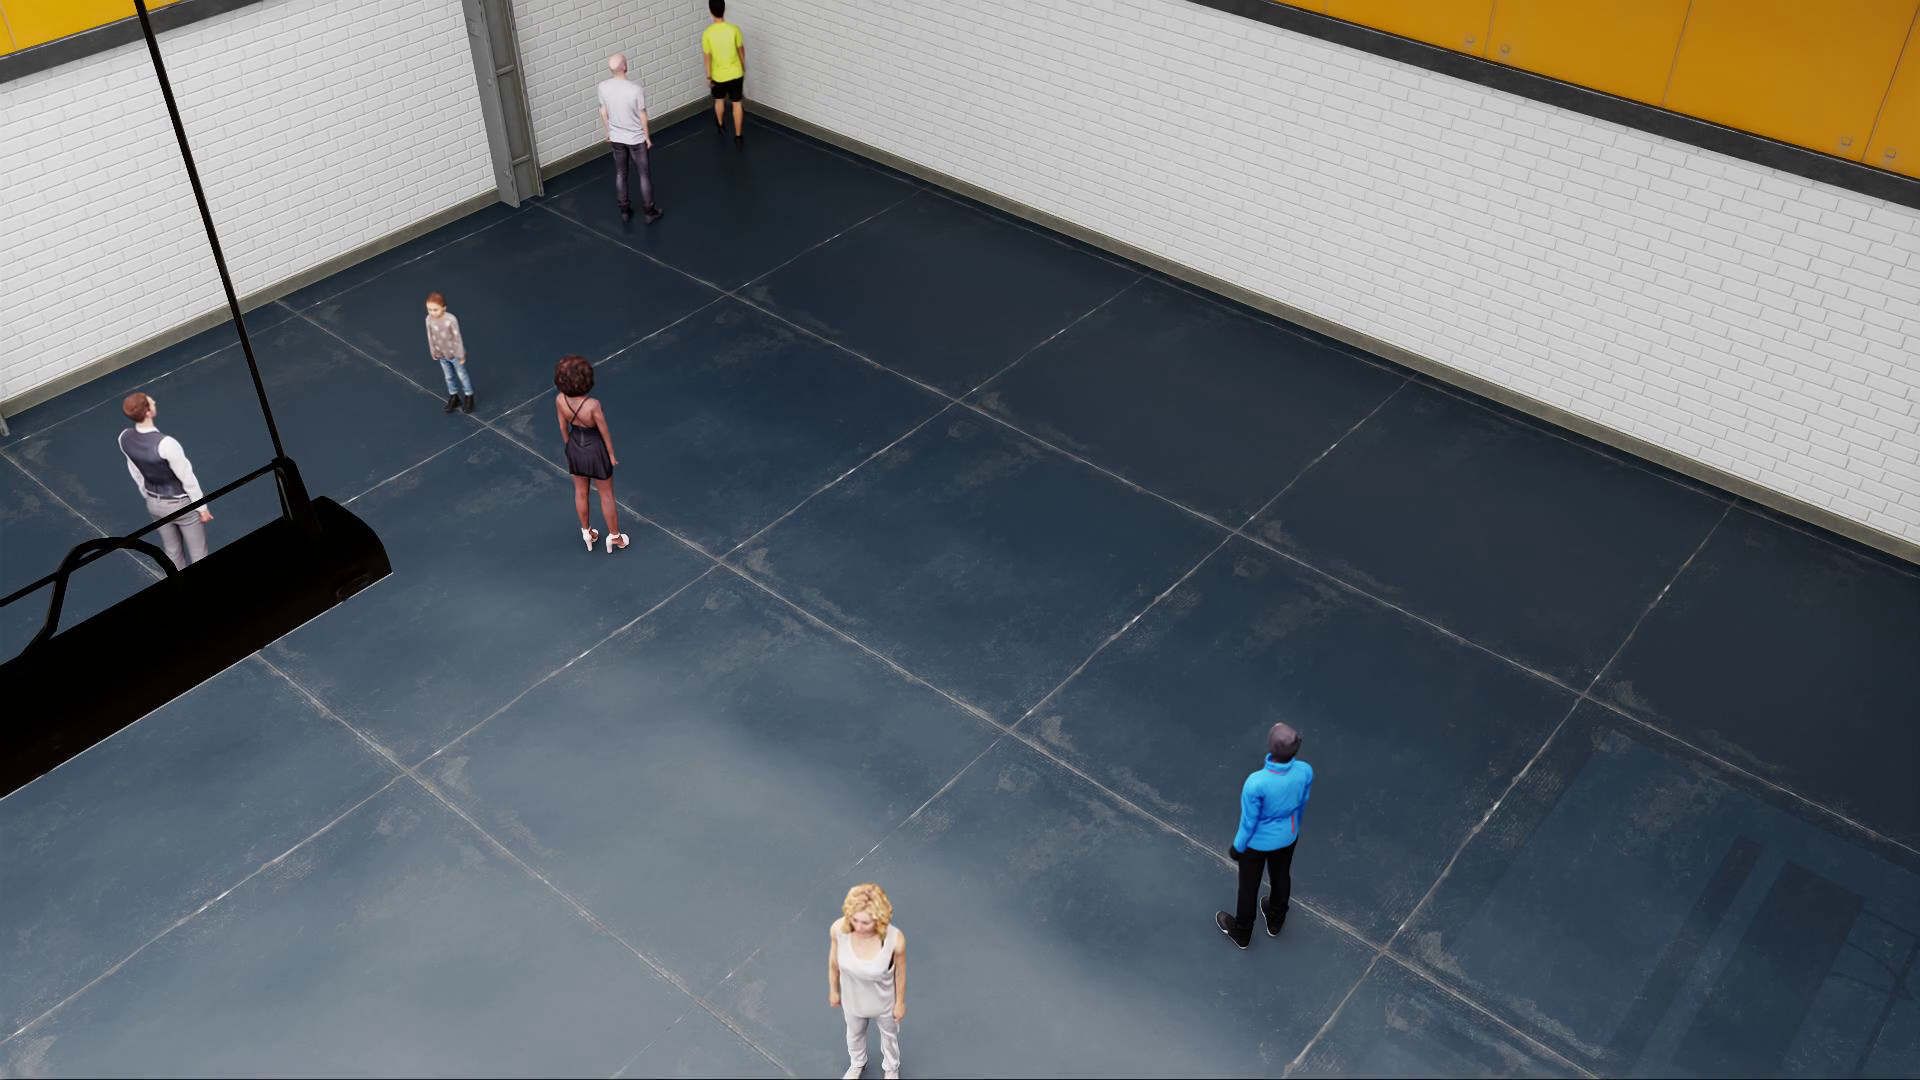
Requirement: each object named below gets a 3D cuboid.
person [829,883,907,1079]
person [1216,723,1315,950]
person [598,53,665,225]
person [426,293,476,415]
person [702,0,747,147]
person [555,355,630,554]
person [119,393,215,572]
[{"bbox_3d":[-0.490,2.475,9.163,0.671,1.671,0.682,7,39,9],"label":"person"},{"bbox_3d":[1.851,1.777,9.938,0.631,1.794,0.751,-15,41,-18],"label":"person"},{"bbox_3d":[-3.477,-4.191,17.382,0.747,1.831,0.742,9,40,11],"label":"person"},{"bbox_3d":[-4.522,-1.679,14.746,0.545,1.195,0.580,6,39,7],"label":"person"},{"bbox_3d":[-2.626,-5.293,18.881,1.016,1.681,1.048,-6,39,-8],"label":"person"},{"bbox_3d":[-2.898,-0.655,12.987,0.645,1.789,0.658,10,40,12],"label":"person"},{"bbox_3d":[-5.870,-0.280,12.398,0.741,1.938,0.703,11,40,13],"label":"person"}]
